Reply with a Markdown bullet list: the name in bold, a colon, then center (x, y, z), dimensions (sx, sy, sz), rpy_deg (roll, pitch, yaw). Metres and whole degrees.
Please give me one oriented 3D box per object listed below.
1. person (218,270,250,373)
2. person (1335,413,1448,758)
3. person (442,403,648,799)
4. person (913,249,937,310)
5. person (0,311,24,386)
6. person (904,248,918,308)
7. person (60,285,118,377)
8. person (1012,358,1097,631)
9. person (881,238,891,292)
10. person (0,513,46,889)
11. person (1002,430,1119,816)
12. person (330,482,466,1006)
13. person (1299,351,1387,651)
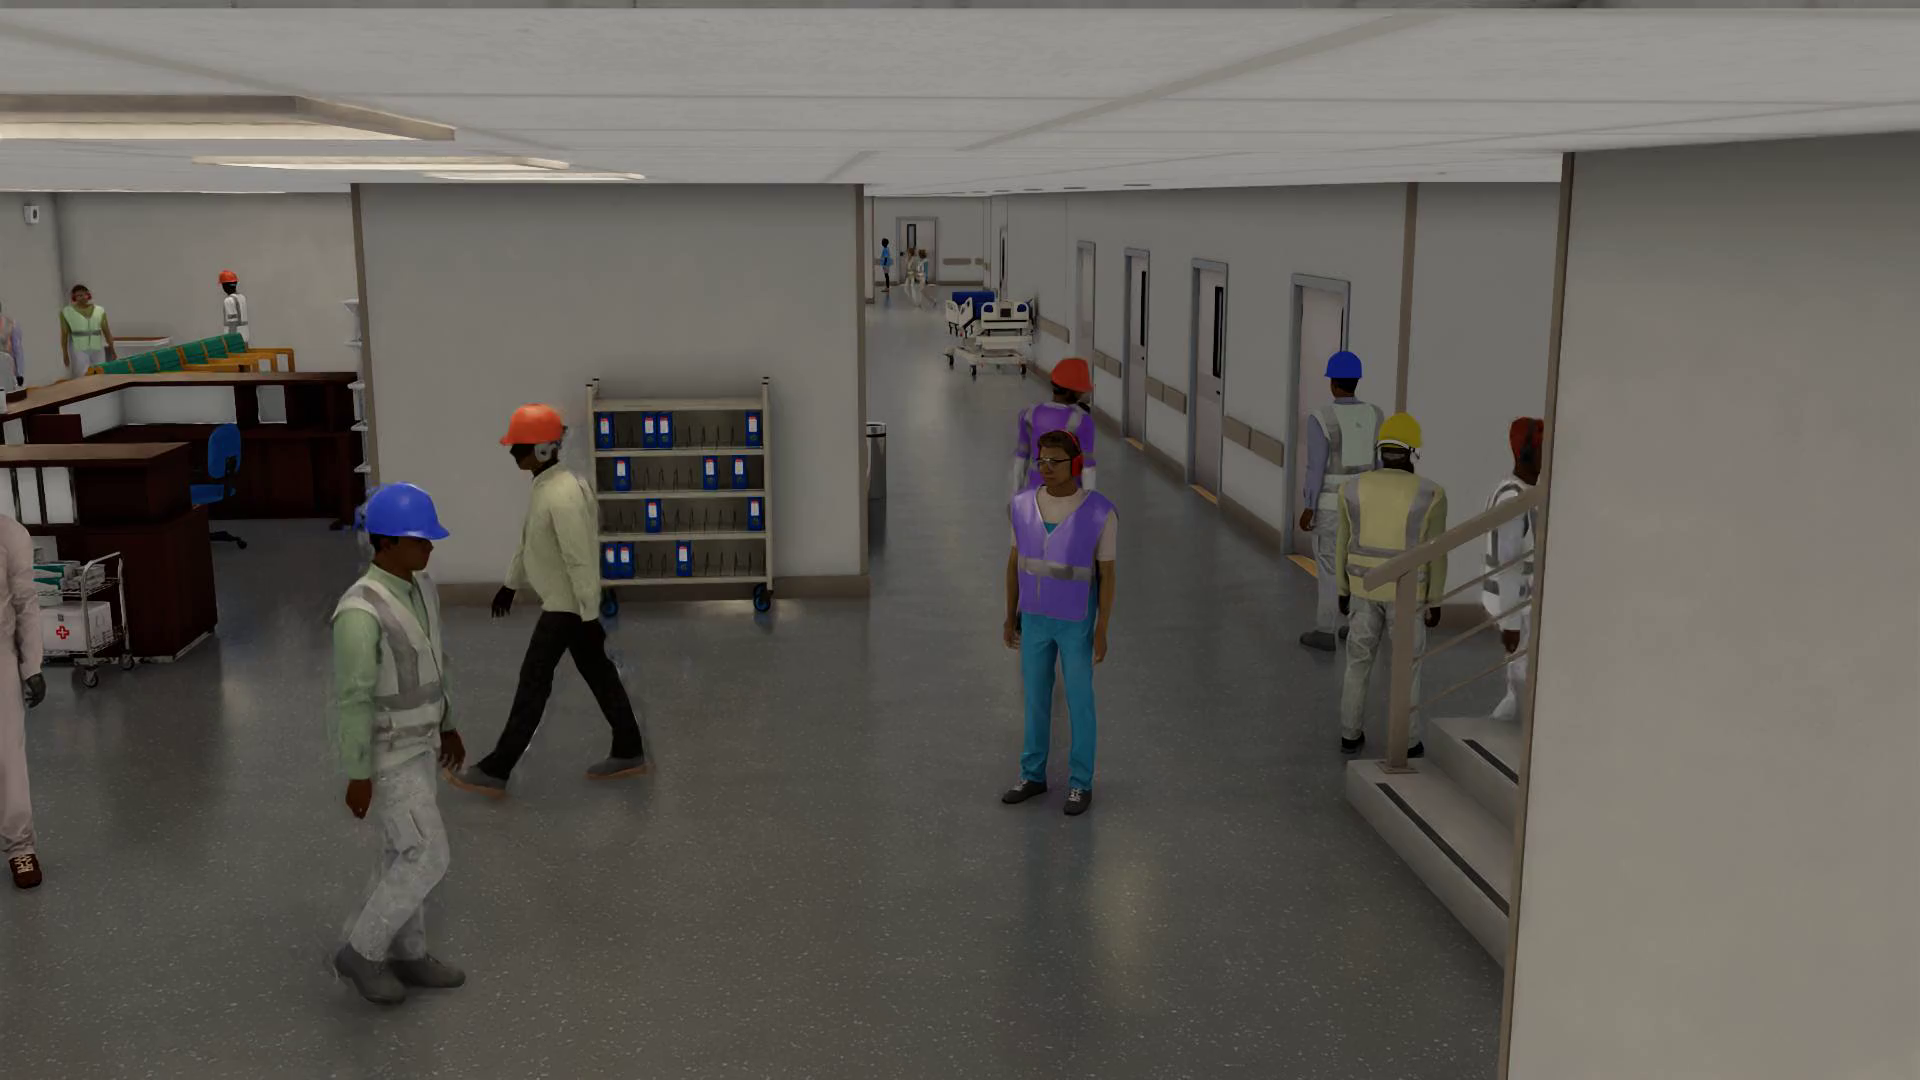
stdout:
- **person**: center (-10.226, -2.830, 23.452), dimensions (0.366, 1.933, 0.551), rpy_deg (-1, 12, -4)
- **person**: center (2.247, 0.250, 8.692), dimensions (0.590, 1.823, 0.405), rpy_deg (7, 14, 31)
- **person**: center (-2.043, 0.296, 8.159), dimensions (1.036, 1.935, 0.626), rpy_deg (-3, 12, -15)
- **person**: center (-0.930, -6.948, 44.344), dimensions (0.651, 1.612, 0.524), rpy_deg (-4, 12, -21)
- **person**: center (-11.428, -2.014, 19.732), dimensions (0.628, 1.823, 0.671), rpy_deg (-2, 12, -12)
- **person**: center (-1.311, -7.067, 44.885), dimensions (0.350, 1.623, 0.553), rpy_deg (-9, 15, -38)
- **person**: center (-11.563, -2.487, 22.116), dimensions (0.970, 1.789, 0.575), rpy_deg (9, 14, 36)
- **person**: center (0.602, -0.269, 11.060), dimensions (0.676, 1.888, 0.365), rpy_deg (8, 14, 34)
- **person**: center (-2.373, -8.770, 53.059), dimensions (0.318, 1.697, 0.535), rpy_deg (0, 12, 0)
- **person**: center (-4.191, 0.556, 6.958), dimensions (0.651, 1.913, 0.409), rpy_deg (-6, 13, -26)
- **person**: center (0.479, 0.383, 7.970), dimensions (0.567, 1.846, 0.389), rpy_deg (6, 13, 29)
- **person**: center (-2.004, 0.744, 6.004), dimensions (0.442, 1.933, 0.623), rpy_deg (0, 12, 1)
- **person**: center (2.476, -0.252, 10.819), dimensions (0.615, 1.945, 0.400), rpy_deg (-5, 13, -25)
